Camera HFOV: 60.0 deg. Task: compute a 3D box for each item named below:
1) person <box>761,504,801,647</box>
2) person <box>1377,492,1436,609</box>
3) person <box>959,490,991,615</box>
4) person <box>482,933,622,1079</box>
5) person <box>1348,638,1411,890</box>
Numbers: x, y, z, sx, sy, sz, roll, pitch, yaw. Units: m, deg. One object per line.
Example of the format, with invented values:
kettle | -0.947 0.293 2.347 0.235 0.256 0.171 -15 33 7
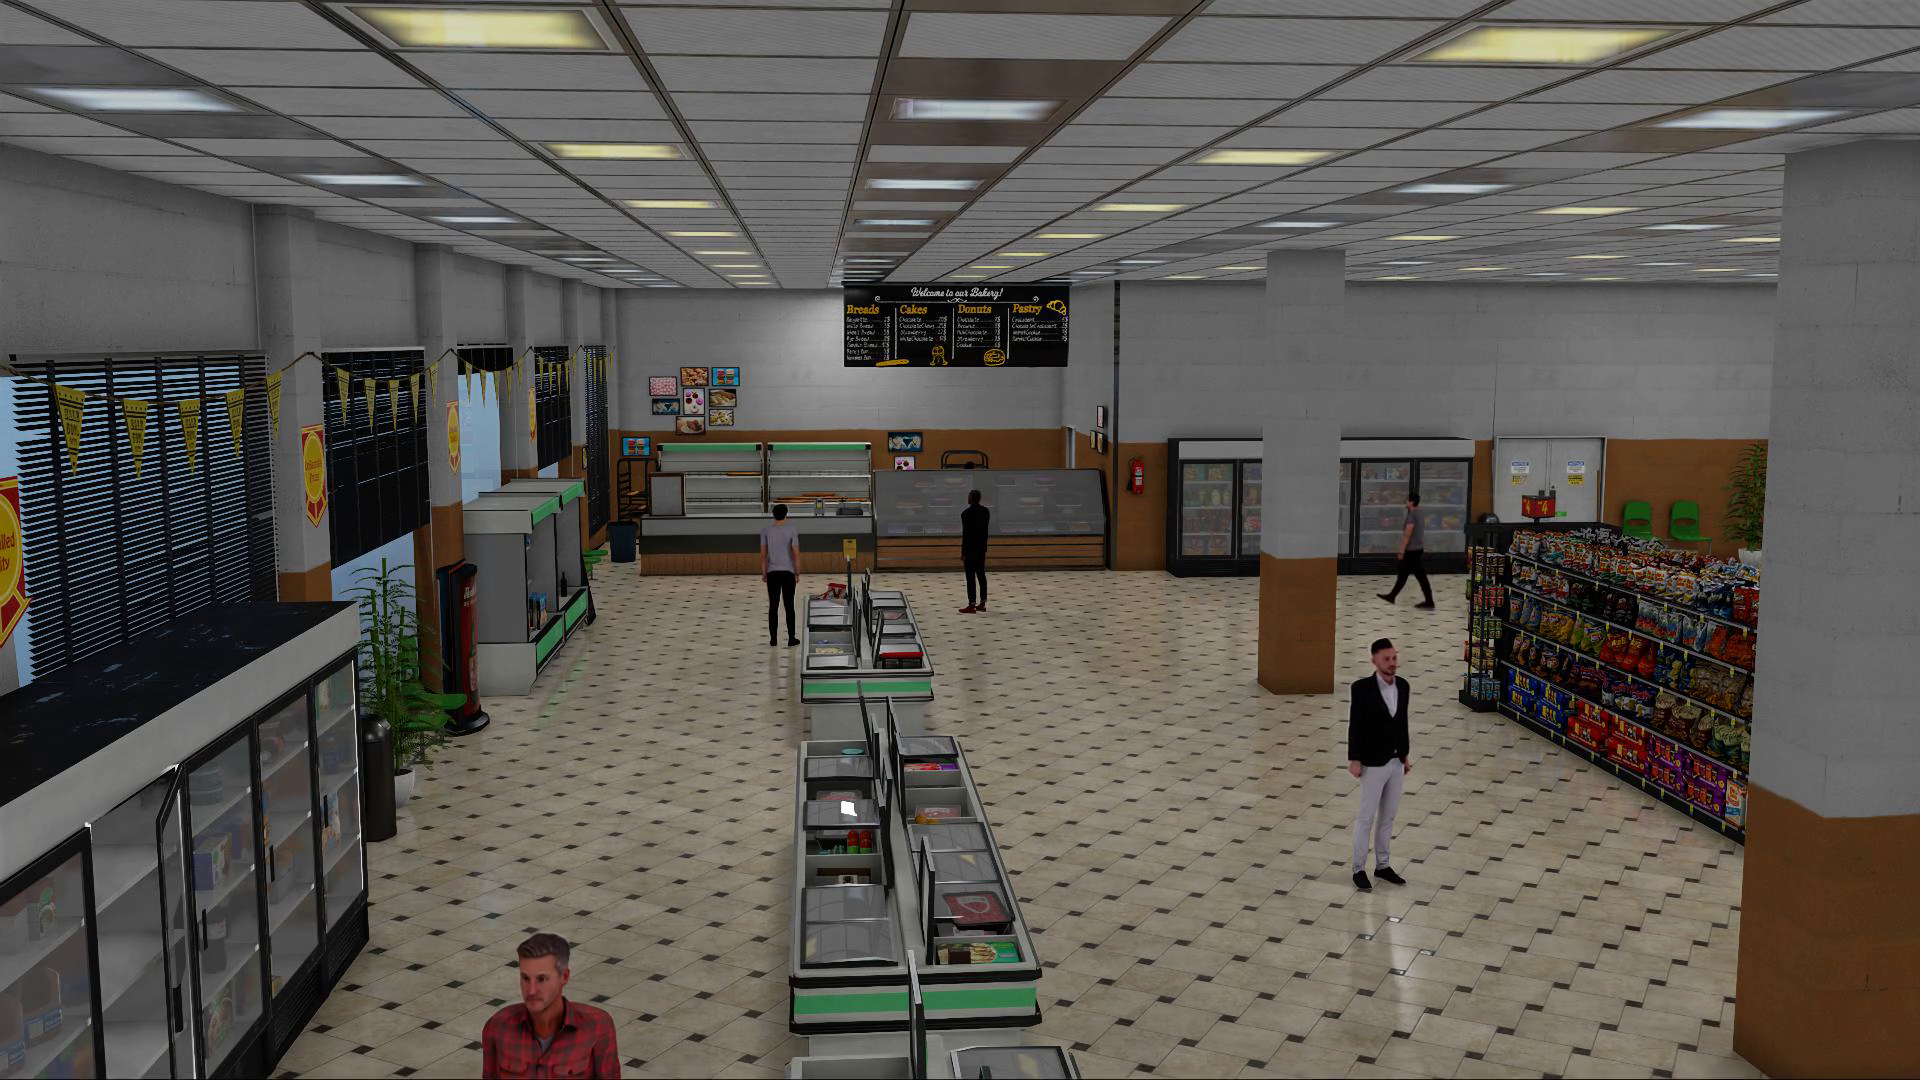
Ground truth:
person | -2.356 0.454 21.822 0.698 1.863 0.619 1 7 7
person | 6.813 0.186 24.685 1.089 1.708 1.160 3 8 27
person | 0.223 0.160 24.438 0.833 1.818 0.783 6 9 42
person | -1.530 2.354 6.244 0.703 1.829 0.555 0 7 -1
person | 3.094 1.623 12.236 0.721 1.843 0.647 -3 7 -22
